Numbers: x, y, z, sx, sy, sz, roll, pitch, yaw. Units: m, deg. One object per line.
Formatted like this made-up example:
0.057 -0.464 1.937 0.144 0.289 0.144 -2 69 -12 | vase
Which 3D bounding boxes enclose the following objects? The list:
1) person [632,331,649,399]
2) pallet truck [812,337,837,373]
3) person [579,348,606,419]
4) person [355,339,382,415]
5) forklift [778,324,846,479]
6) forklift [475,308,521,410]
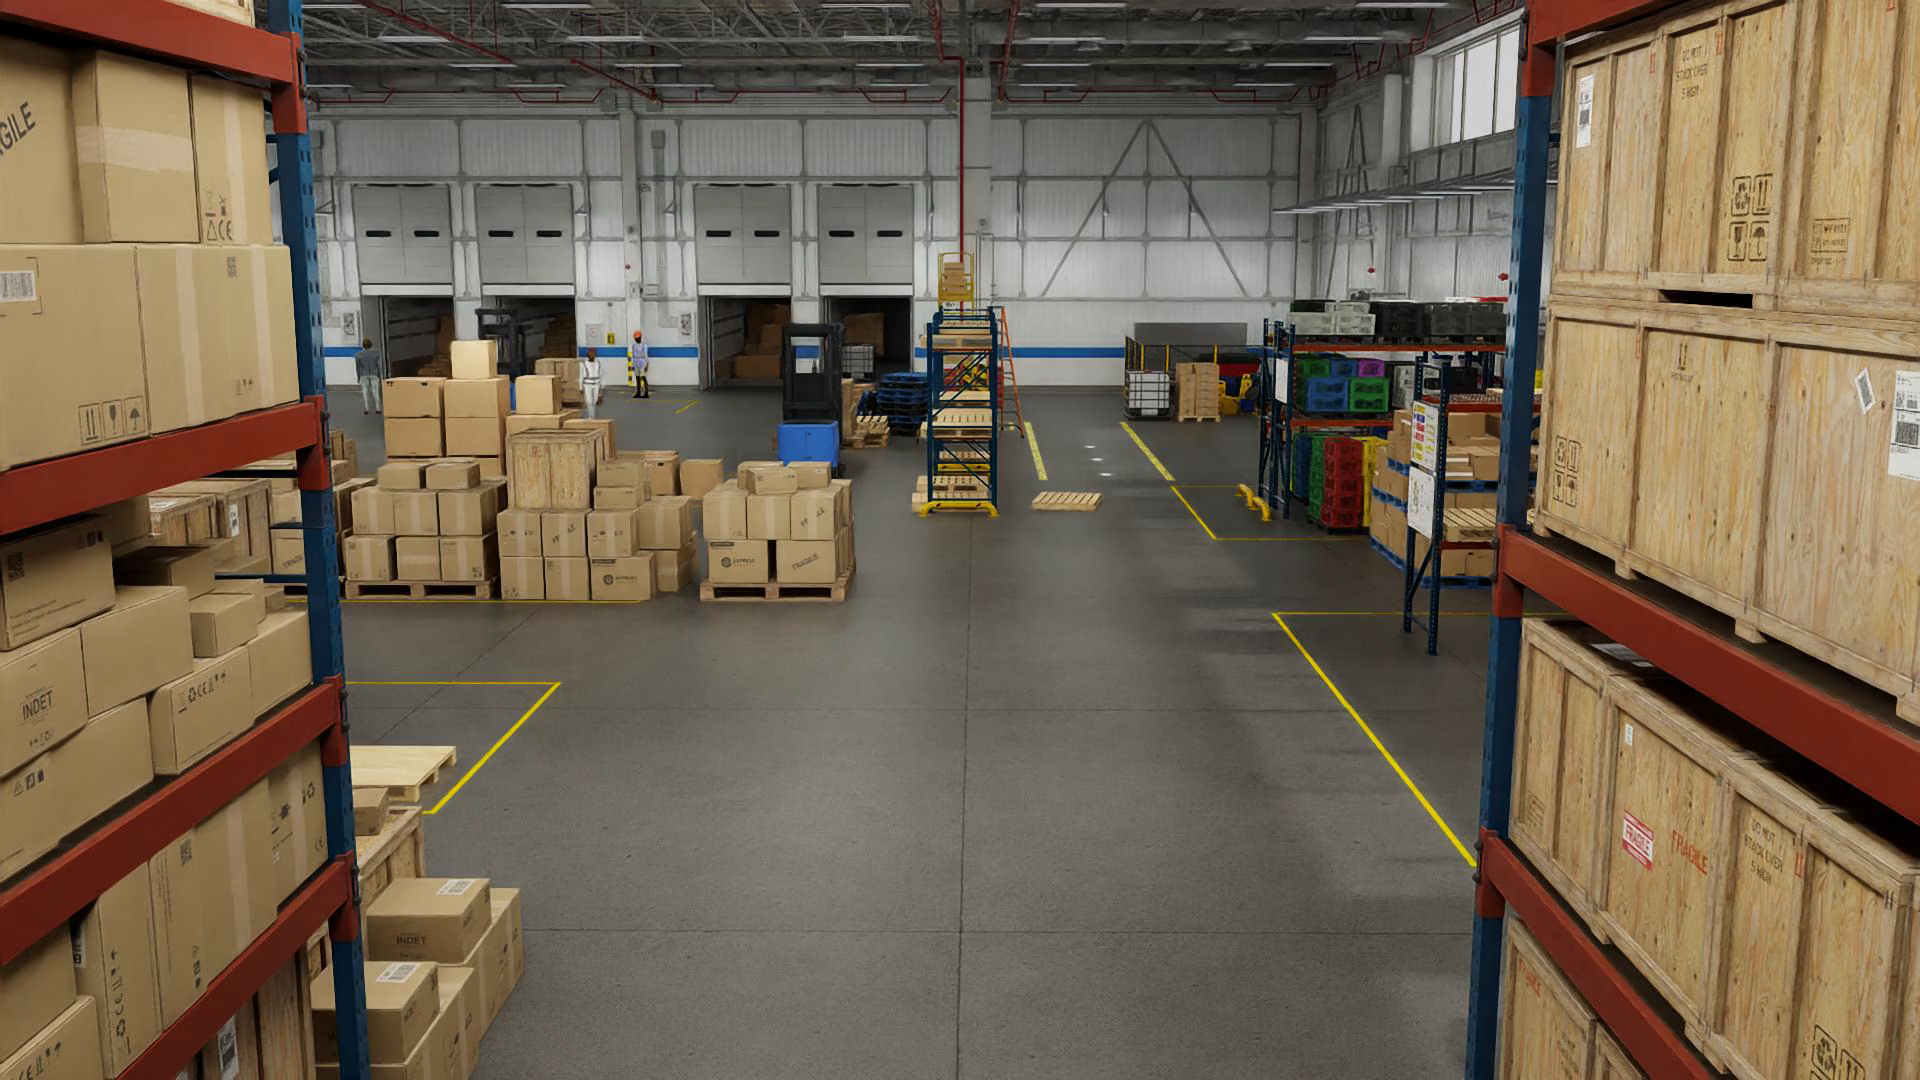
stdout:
-9.084 -4.964 47.106 0.543 1.928 0.392 6 11 30 | person
-3.021 -4.312 43.126 1.885 1.965 0.823 3 10 17 | pallet truck
-8.680 -3.607 39.459 0.576 1.858 0.756 -7 12 -35 | person
-15.072 -4.157 42.420 0.627 1.934 0.370 -3 10 -15 | person
-2.724 -2.533 30.315 1.129 2.768 1.873 0 10 1 | forklift
-10.763 -4.011 38.844 1.129 2.768 1.873 0 10 1 | forklift
